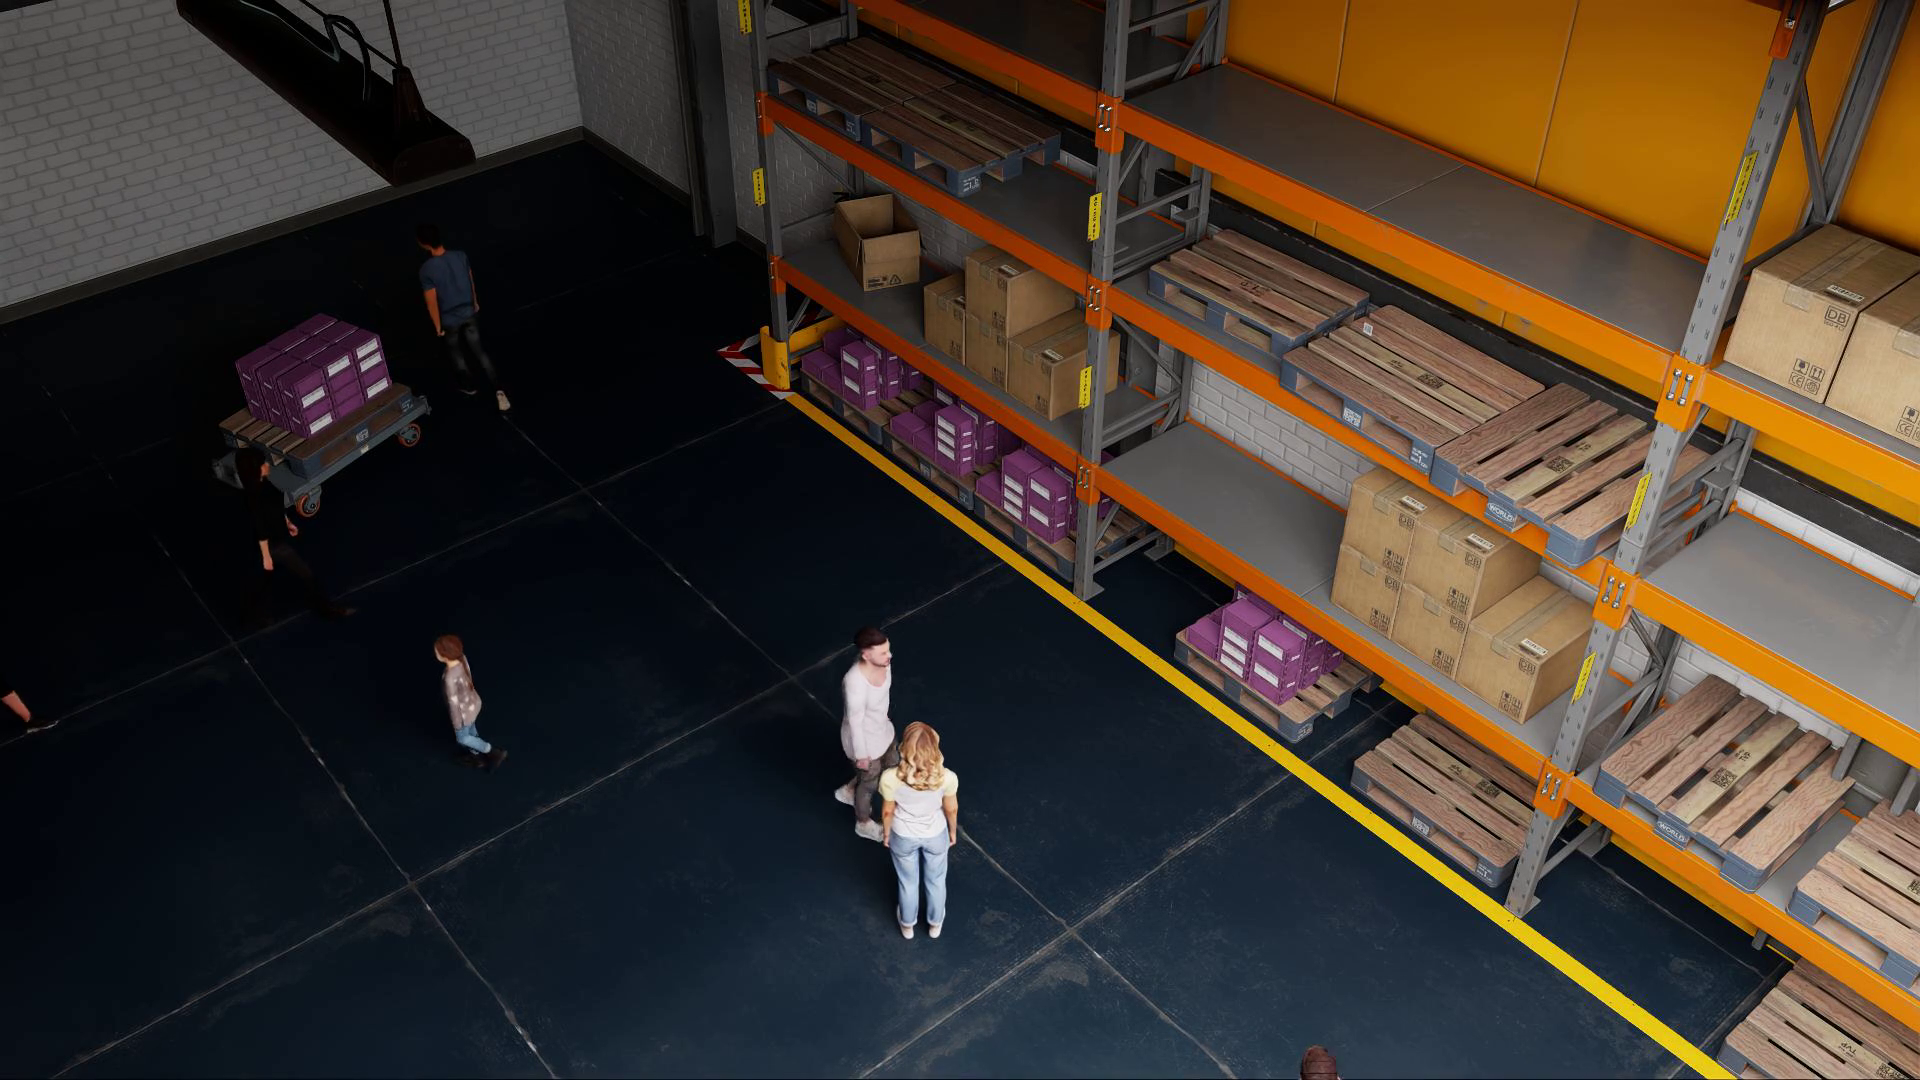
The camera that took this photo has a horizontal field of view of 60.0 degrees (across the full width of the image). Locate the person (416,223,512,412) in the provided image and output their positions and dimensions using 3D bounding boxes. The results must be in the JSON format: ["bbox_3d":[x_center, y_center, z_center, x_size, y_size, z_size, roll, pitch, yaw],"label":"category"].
[{"bbox_3d":[-4.327,-1.904,14.440,0.713,1.770,1.089,-29,47,-32],"label":"person"}]

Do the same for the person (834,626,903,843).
[{"bbox_3d":[-0.647,1.194,10.518,0.895,1.823,0.858,14,41,17],"label":"person"}]

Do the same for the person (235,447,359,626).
[{"bbox_3d":[-5.108,0.027,12.154,0.928,1.604,1.082,-10,40,-13],"label":"person"}]

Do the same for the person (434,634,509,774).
[{"bbox_3d":[-3.282,1.112,11.130,0.734,1.186,0.677,2,39,3],"label":"person"}]

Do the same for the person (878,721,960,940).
[{"bbox_3d":[-0.237,1.750,9.902,0.704,1.722,0.723,-3,39,-4],"label":"person"}]
